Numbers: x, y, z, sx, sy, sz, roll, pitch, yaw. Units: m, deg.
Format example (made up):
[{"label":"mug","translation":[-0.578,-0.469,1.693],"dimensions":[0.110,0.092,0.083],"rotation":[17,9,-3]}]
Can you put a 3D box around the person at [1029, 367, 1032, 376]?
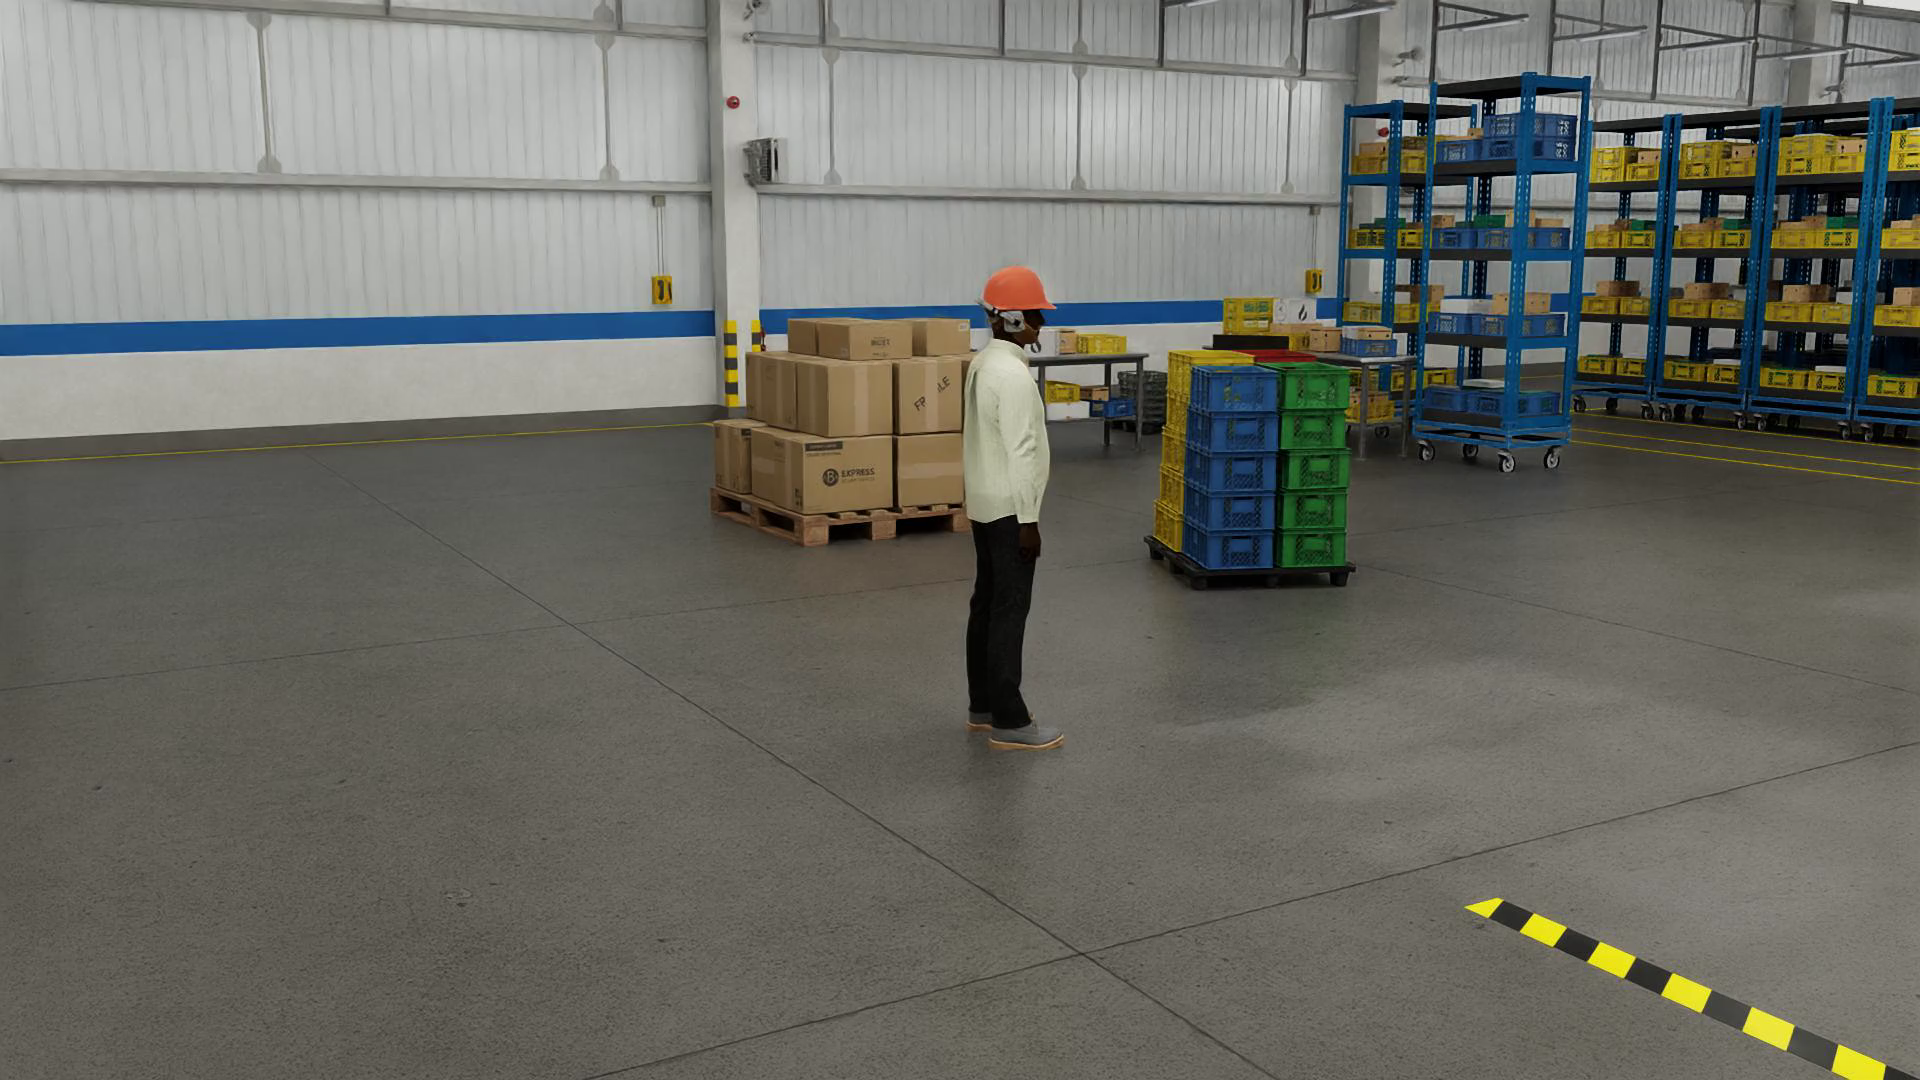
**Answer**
[{"label":"person","translation":[0.602,-2.116,18.899],"dimensions":[0.474,1.737,0.569],"rotation":[-8,13,-38]}]

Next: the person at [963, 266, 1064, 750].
[{"label":"person","translation":[0.205,-0.129,6.912],"dimensions":[0.380,1.994,0.618],"rotation":[-3,10,-17]}]
